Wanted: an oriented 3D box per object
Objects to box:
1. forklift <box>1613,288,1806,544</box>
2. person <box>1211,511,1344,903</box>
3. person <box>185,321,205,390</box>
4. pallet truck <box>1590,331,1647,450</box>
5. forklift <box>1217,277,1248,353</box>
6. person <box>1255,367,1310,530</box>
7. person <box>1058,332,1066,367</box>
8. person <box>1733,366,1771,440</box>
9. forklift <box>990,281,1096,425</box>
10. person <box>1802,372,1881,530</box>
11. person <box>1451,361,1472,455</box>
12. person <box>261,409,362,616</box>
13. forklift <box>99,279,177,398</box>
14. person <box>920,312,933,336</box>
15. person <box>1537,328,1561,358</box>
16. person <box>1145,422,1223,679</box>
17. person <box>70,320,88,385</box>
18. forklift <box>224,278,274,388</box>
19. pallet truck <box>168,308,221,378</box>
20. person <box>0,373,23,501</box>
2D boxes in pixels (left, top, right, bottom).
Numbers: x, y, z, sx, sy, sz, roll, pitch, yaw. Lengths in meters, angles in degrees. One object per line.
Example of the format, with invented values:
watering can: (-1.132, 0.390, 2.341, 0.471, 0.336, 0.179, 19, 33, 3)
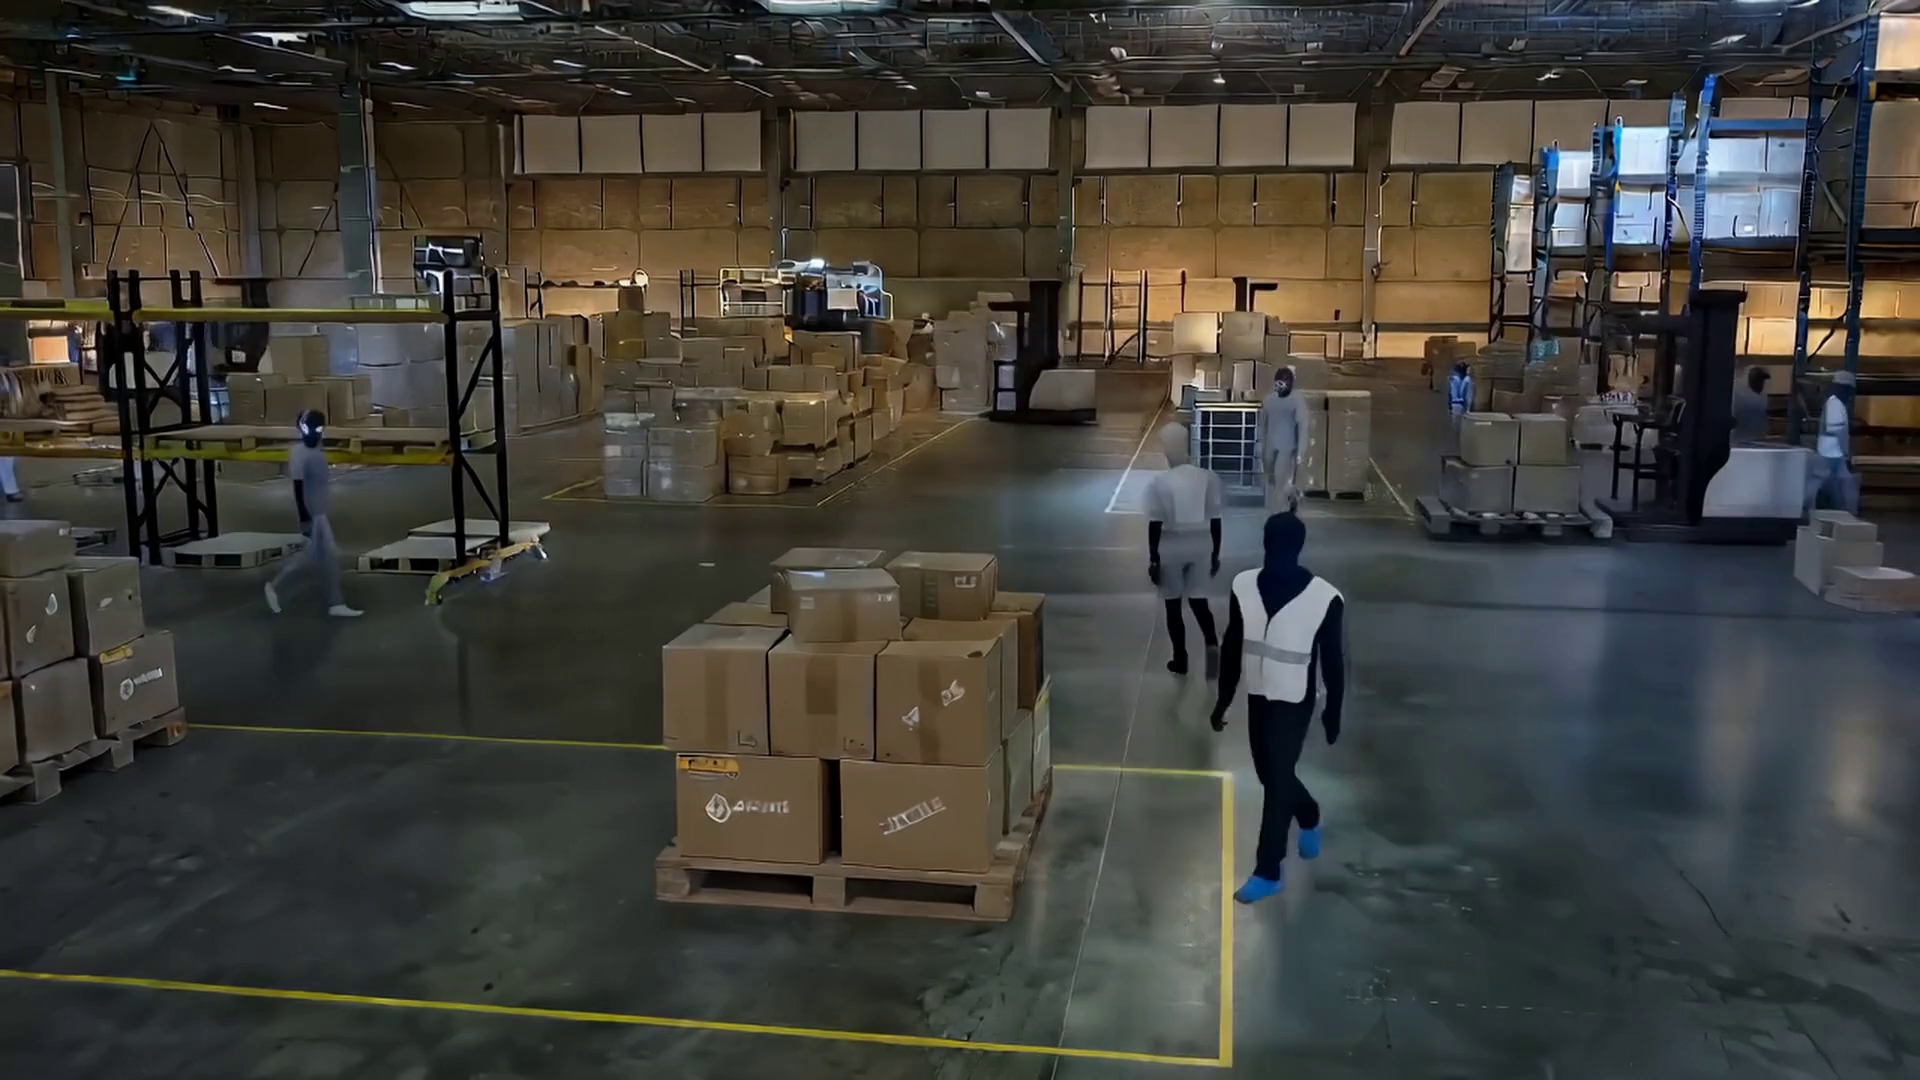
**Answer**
forklift: (8.413, -1.423, 18.691, 1.873, 2.768, 1.129, 1, 9, 9)
person: (1.622, 0.773, 8.225, 0.875, 1.890, 0.589, -9, 13, -44)
person: (-18.272, -4.362, 39.767, 0.594, 1.927, 0.378, 8, 12, 42)
pallet truck: (11.253, -2.573, 28.499, 0.823, 1.965, 1.885, 5, 10, 27)
forklift: (8.137, -6.226, 48.312, 1.873, 2.768, 1.129, 1, 9, 9)
person: (3.832, -1.086, 19.598, 0.829, 1.919, 0.634, -9, 13, -44)
person: (2.193, -4.270, 39.490, 0.643, 1.823, 0.491, 0, 9, 2)
person: (9.557, -1.158, 20.130, 0.643, 1.888, 1.049, -8, 12, -41)
forklift: (1.679, -3.731, 32.925, 1.873, 2.768, 1.129, 4, 10, 24)
person: (10.126, -1.012, 19.292, 1.037, 1.867, 0.568, 7, 12, 38)
person: (7.829, -1.983, 25.989, 0.318, 1.631, 0.524, -1, 9, -3)
person: (-5.715, -0.228, 14.525, 0.808, 1.845, 0.522, 2, 9, 14)
forklift: (-19.605, -4.721, 39.028, 1.873, 2.768, 1.129, 1, 9, 9)
person: (-0.843, -5.311, 45.691, 0.893, 1.908, 0.553, -3, 10, -18)
person: (13.662, -4.060, 38.593, 0.532, 1.697, 0.322, 3, 10, 17)
person: (1.667, 0.108, 12.174, 0.601, 1.932, 0.698, -2, 9, -13)
person: (-21.480, -4.468, 40.483, 0.523, 1.891, 0.640, -3, 10, -19)
forklift: (-18.005, -5.350, 42.912, 1.873, 2.768, 1.129, -3, 10, -17)
pallet truck: (-21.869, -5.598, 47.154, 0.823, 1.965, 1.885, 4, 10, 26)
person: (-12.585, -1.490, 21.686, 0.538, 2.000, 0.685, 6, 11, 34)
